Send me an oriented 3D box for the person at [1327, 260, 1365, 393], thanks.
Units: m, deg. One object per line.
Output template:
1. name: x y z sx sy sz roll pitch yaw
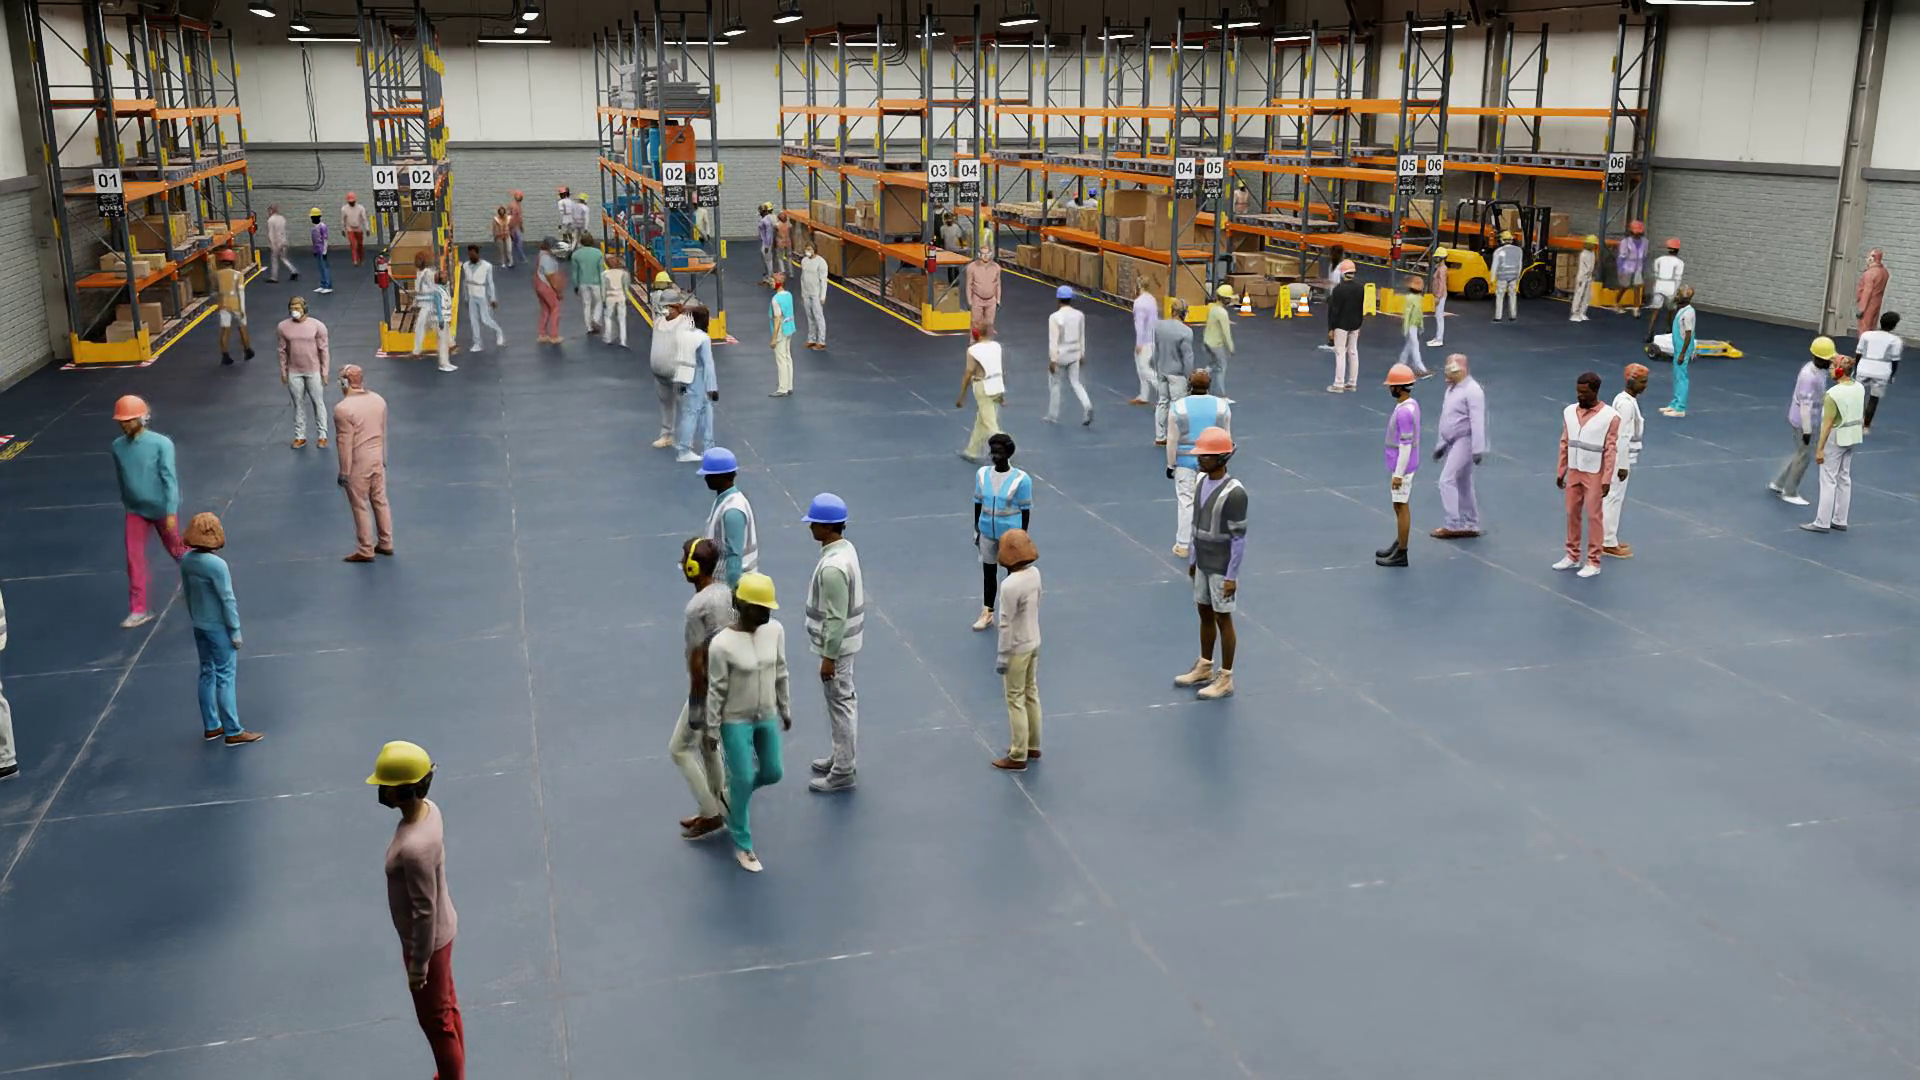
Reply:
1. person: 5.823 -3.228 25.171 0.612 1.994 0.395 -8 17 -27

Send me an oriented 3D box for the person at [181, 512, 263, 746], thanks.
1. person: -5.109 0.609 11.426 0.497 1.633 0.283 10 18 32

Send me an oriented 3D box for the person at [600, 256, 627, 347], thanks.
1. person: -6.228 -4.296 29.926 0.516 1.606 0.802 -7 17 -26

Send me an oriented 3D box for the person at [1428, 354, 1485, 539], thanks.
1. person: 5.015 -0.929 16.806 0.629 1.858 0.733 1 15 4

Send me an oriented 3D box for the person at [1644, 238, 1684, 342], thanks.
1. person: 12.908 -4.558 30.380 0.544 1.896 0.985 14 21 43

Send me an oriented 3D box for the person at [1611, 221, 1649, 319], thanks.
1. person: 13.668 -5.519 33.854 0.676 1.983 1.033 -1 15 -5

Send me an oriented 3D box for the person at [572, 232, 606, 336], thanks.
1. person: -6.940 -4.798 31.214 0.651 1.922 0.486 0 15 1

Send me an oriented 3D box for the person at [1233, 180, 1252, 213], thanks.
1. person: 8.922 -10.427 52.524 0.637 1.873 1.000 1 15 3

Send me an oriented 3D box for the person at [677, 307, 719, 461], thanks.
1. person: -3.180 -1.917 20.464 0.760 1.866 0.711 -9 17 -31

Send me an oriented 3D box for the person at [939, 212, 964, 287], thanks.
1. person: -0.184 -6.643 38.316 0.571 1.839 0.616 1 15 5

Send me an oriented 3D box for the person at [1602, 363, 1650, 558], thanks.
1. person: 6.445 -0.781 16.175 0.360 1.885 0.575 5 16 20

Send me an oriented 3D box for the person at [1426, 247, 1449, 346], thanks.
1. person: 8.598 -4.367 29.899 0.313 1.769 0.525 4 15 14

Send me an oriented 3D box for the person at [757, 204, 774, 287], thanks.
1. person: -4.604 -6.976 39.382 0.352 1.937 0.635 -4 15 -14

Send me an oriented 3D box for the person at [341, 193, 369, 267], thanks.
1. person: -16.083 -8.259 44.241 0.660 1.931 1.064 -5 16 -18

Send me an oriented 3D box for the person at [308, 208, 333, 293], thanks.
1. person: -14.664 -6.634 38.115 0.371 1.929 0.584 -13 20 -41

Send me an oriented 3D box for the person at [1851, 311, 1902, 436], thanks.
1. person: 12.019 -2.181 21.865 0.572 1.667 0.333 13 20 41

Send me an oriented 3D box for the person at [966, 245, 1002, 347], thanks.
1. person: 0.419 -4.129 28.730 0.639 1.910 0.406 -4 16 -16

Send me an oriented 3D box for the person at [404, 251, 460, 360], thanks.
1. person: -9.079 -4.019 28.478 0.978 1.850 0.571 -9 17 -29

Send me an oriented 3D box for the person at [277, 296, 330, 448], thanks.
1. person: -8.328 -2.127 21.135 0.632 1.939 0.368 -1 15 -4

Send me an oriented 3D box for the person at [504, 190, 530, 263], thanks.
1. person: -12.094 -8.513 45.143 0.809 1.966 0.662 1 15 5

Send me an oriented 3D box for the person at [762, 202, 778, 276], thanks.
1. person: -4.783 -7.531 41.675 0.403 1.833 0.586 6 16 21

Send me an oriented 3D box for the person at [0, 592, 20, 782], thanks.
1. person: -6.398 0.679 10.778 0.404 1.831 0.600 -11 19 -36

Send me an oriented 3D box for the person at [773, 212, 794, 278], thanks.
1. person: -4.364 -7.292 41.177 0.532 1.621 0.389 -6 16 -20

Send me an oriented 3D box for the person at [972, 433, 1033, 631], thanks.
1. person: 0.341 -0.054 13.799 0.537 1.696 0.318 7 17 26

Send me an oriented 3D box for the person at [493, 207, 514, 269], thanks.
1. person: -11.917 -7.891 43.464 0.546 1.592 0.836 -6 16 -23

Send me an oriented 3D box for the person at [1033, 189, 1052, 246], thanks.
1. person: 2.305 -8.857 46.551 0.608 1.910 0.984 -5 16 -19

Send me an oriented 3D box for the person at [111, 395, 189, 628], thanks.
1. person: -6.903 -0.302 14.257 0.606 1.957 0.993 2 15 7

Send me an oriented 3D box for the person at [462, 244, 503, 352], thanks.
1. person: -8.462 -4.295 29.396 0.611 1.891 0.680 6 16 21

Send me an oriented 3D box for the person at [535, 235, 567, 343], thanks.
1. person: -7.426 -4.576 30.154 0.555 2.000 0.719 -6 16 -22

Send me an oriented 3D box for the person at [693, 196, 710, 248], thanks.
1. person: -6.704 -7.785 42.448 0.612 1.942 1.064 -5 16 -17

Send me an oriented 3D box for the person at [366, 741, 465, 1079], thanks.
1. person: -2.306 1.692 7.096 0.310 1.768 0.533 -4 15 -15

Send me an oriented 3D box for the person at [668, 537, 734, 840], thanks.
1. person: -1.539 0.893 9.937 0.379 1.851 0.531 5 16 19

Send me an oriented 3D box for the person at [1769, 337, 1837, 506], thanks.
1. person: 9.211 -1.305 18.158 0.546 1.878 0.650 11 18 35

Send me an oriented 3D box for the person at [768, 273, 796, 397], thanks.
1. person: -2.658 -3.060 24.818 0.390 1.850 0.565 4 15 13

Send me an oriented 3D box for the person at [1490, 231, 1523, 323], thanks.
1. person: 10.793 -5.187 32.905 0.633 1.805 0.480 -1 15 -4

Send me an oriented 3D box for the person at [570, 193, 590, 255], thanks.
1. person: -10.566 -8.721 46.238 0.614 1.797 0.673 8 17 27
